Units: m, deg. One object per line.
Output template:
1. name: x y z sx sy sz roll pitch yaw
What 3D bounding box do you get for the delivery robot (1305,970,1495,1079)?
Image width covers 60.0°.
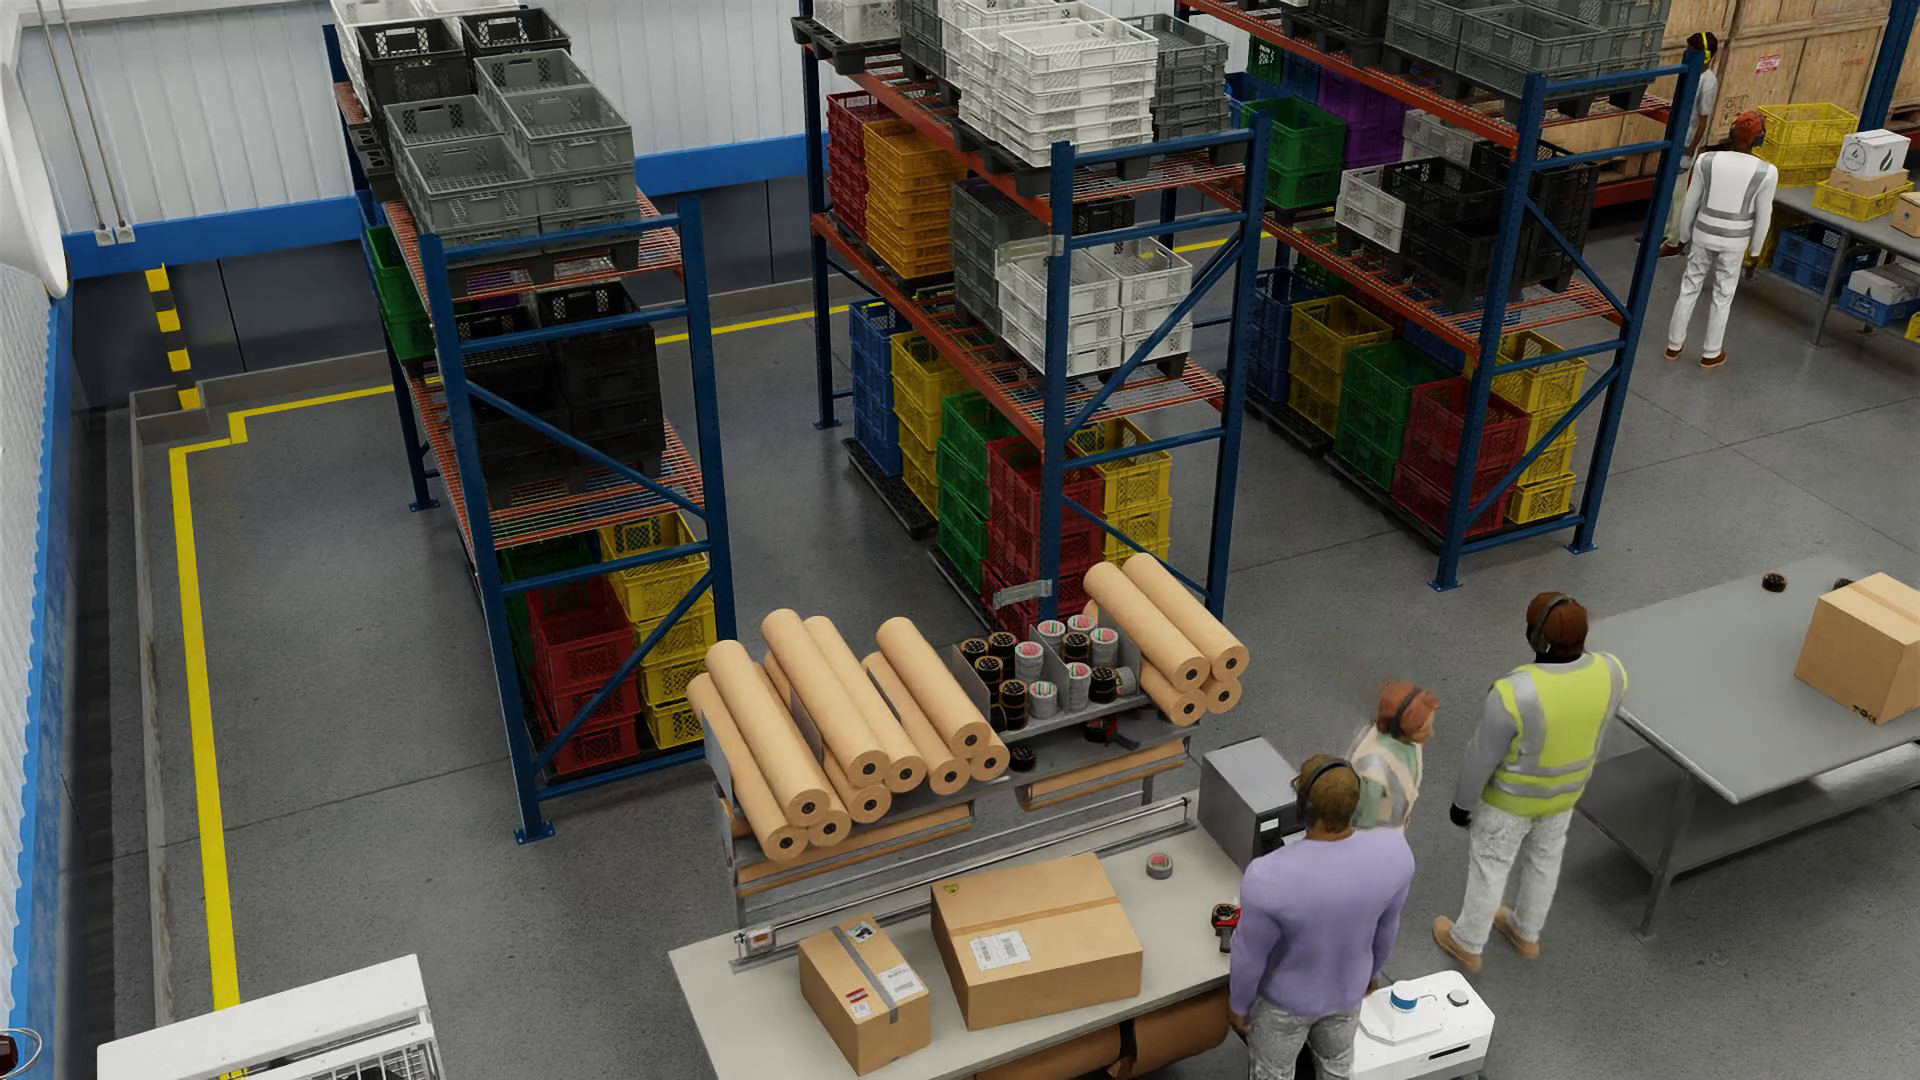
1. delivery robot: 1.702 1.921 6.470 0.707 0.478 0.477 -10 33 -16

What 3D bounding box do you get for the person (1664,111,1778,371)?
1. person: 5.430 -2.130 11.876 0.584 1.882 0.348 21 38 31

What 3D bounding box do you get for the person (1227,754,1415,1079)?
1. person: 1.222 1.560 5.842 0.629 1.932 0.369 -9 33 -14

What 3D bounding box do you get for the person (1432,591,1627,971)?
1. person: 2.310 1.009 6.825 0.637 1.840 0.429 -10 33 -15

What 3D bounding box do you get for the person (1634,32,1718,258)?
1. person: 5.953 -3.246 13.710 0.329 1.865 0.516 5 32 8
